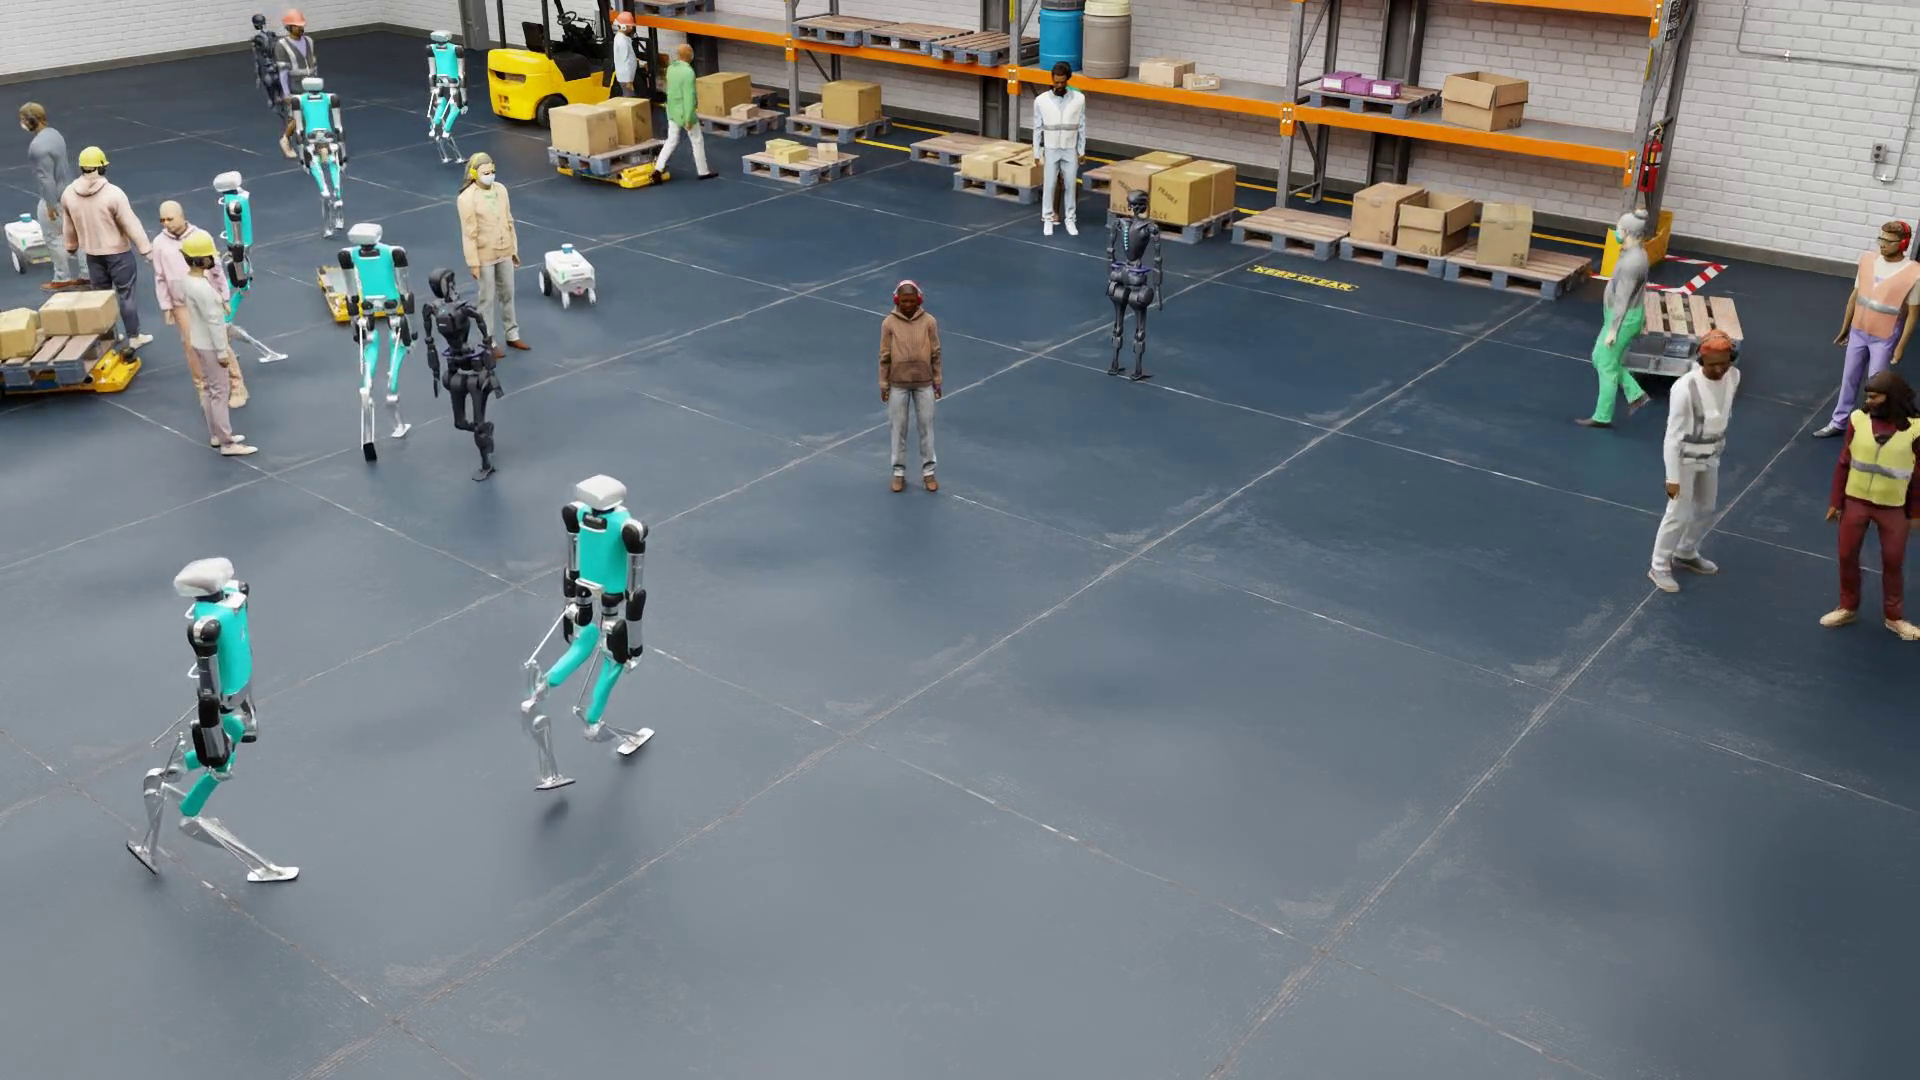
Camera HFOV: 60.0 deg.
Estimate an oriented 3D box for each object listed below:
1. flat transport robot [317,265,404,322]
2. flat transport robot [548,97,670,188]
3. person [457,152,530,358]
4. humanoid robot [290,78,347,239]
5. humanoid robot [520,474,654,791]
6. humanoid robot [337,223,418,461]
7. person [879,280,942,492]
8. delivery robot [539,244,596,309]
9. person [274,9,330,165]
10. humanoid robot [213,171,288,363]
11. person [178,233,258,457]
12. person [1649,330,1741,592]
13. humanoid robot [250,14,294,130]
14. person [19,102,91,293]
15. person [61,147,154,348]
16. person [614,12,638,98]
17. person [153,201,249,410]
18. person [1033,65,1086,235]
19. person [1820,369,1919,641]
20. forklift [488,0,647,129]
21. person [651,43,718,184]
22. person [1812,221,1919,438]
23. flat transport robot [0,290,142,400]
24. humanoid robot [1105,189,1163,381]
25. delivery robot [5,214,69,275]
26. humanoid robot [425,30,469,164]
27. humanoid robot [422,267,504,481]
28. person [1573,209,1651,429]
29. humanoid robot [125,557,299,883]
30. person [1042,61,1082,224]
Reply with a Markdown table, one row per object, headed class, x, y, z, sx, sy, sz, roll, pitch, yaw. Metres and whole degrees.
| class | x | y | z | sx | sy | sz | roll | pitch | yaw |
| --- | --- | --- | --- | --- | --- | --- | --- | --- | --- |
| flat transport robot | -6.067 | -2.523 | 16.796 | 0.659 | 0.231 | 1.431 | -12 | 28 | -23 |
| flat transport robot | -4.496 | -4.796 | 21.502 | 1.431 | 0.231 | 0.659 | 18 | 31 | 33 |
| person | -4.265 | -2.587 | 15.101 | 0.393 | 1.868 | 0.564 | 17 | 31 | 31 |
| humanoid robot | -7.135 | -4.245 | 18.693 | 0.542 | 1.759 | 0.943 | -10 | 28 | -20 |
| humanoid robot | -2.026 | 0.600 | 8.707 | 0.539 | 1.766 | 1.031 | 15 | 30 | 28 |
| humanoid robot | -4.595 | -1.513 | 13.045 | 0.547 | 1.790 | 0.920 | -1 | 26 | -2 |
| person | -0.369 | -1.150 | 12.372 | 0.475 | 1.641 | 0.339 | -3 | 26 | -5 |
| delivery robot | -3.952 | -2.690 | 16.828 | 0.499 | 0.608 | 0.797 | -12 | 28 | -24 |
| person | -8.733 | -5.979 | 21.955 | 0.917 | 2.019 | 0.621 | 15 | 29 | 28 |
| humanoid robot | -6.604 | -2.380 | 14.840 | 0.891 | 1.784 | 0.581 | -7 | 27 | -14 |
| person | -5.830 | -1.528 | 13.016 | 0.329 | 1.765 | 0.532 | -18 | 31 | -33 |
| person | 4.790 | -0.521 | 10.830 | 0.692 | 1.851 | 0.365 | -15 | 30 | -29 |
| humanoid robot | -9.784 | -6.687 | 23.804 | 0.471 | 1.631 | 0.599 | 9 | 27 | 18 |
| person | -9.210 | -3.458 | 16.830 | 0.545 | 1.921 | 0.663 | -4 | 26 | -9 |
| person | -7.828 | -2.659 | 15.259 | 0.817 | 1.854 | 0.434 | 1 | 26 | 3 |
| person | -4.671 | -6.543 | 23.427 | 0.350 | 1.738 | 0.575 | -5 | 26 | -11 |
| person | -6.380 | -1.968 | 13.922 | 0.565 | 1.768 | 0.486 | -5 | 26 | -10 |
| person | 1.123 | -4.416 | 18.835 | 0.600 | 1.907 | 0.398 | -3 | 26 | -6 |
| person | 5.771 | -0.215 | 10.324 | 0.681 | 1.737 | 0.382 | 18 | 31 | 33 |
| forklift | -5.874 | -7.334 | 24.552 | 1.214 | 2.155 | 2.313 | 19 | 32 | 34 |
| person | -3.556 | -5.374 | 21.007 | 0.909 | 1.744 | 0.588 | -23 | 34 | -39 |
| person | 7.210 | -1.610 | 13.091 | 0.374 | 1.843 | 0.567 | -12 | 28 | -23 |
| flat transport robot | -8.033 | -1.452 | 14.578 | 1.431 | 0.231 | 0.659 | -5 | 26 | -9 |
| humanoid robot | 1.508 | -2.249 | 14.592 | 0.599 | 1.657 | 0.315 | 20 | 32 | 36 |
| delivery robot | -9.953 | -3.190 | 17.844 | 0.499 | 0.592 | 0.771 | -21 | 33 | -36 |
| humanoid robot | -6.712 | -5.700 | 21.534 | 0.533 | 1.677 | 0.735 | 6 | 26 | 13 |
| humanoid robot | -3.715 | -1.316 | 12.688 | 0.612 | 1.639 | 0.564 | 7 | 27 | 15 |
| person | 5.387 | -1.781 | 13.464 | 0.476 | 1.829 | 0.528 | 9 | 27 | 18 |
| humanoid robot | -3.805 | 0.922 | 7.981 | 0.965 | 1.759 | 0.544 | -2 | 26 | -4 |
| person | 1.190 | -4.586 | 19.252 | 0.494 | 1.849 | 0.394 | -12 | 28 | -23 |
